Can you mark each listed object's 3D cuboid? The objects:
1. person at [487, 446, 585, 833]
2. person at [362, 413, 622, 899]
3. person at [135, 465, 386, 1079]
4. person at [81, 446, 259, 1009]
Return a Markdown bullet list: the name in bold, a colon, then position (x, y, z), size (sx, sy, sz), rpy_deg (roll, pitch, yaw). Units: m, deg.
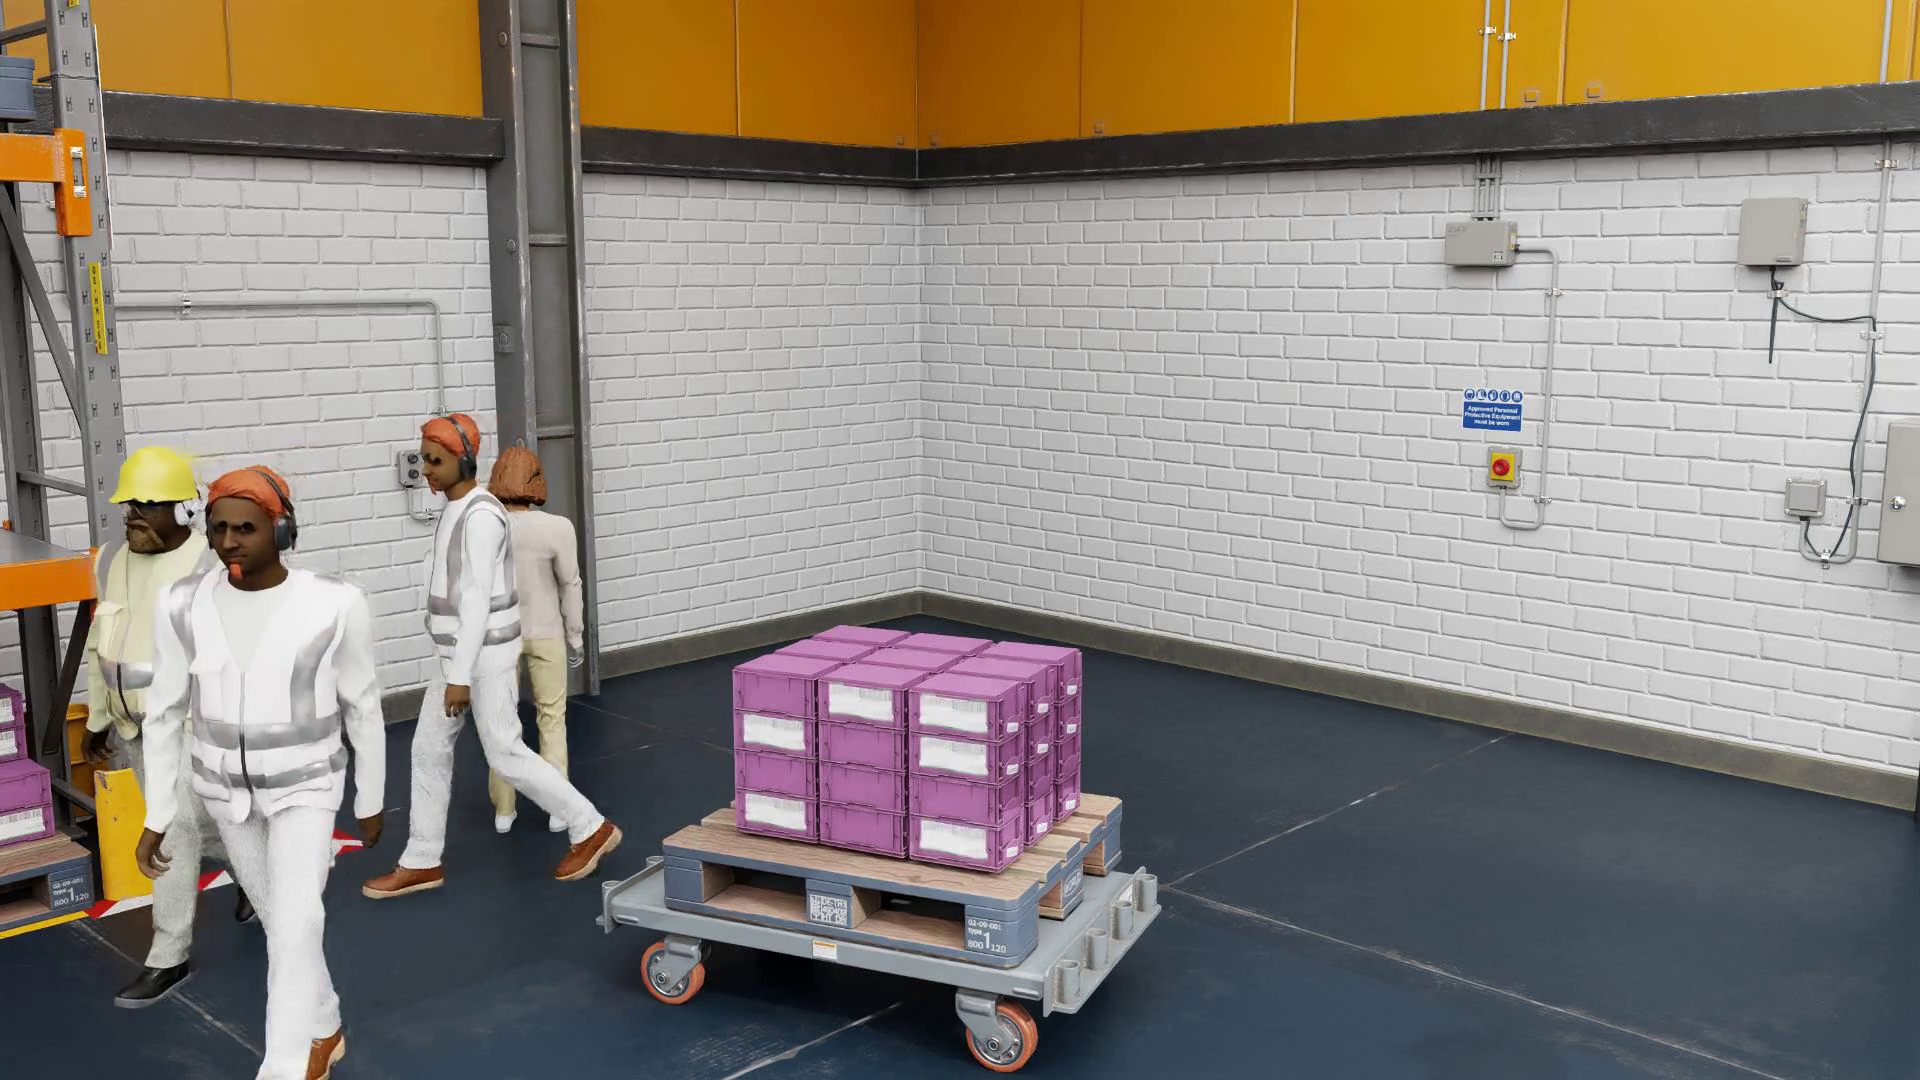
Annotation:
- **person**: position (-1.821, 0.422, 6.970), size (0.500, 1.633, 0.285), rpy_deg (0, 9, 1)
- **person**: position (-1.777, 0.434, 6.283), size (0.904, 1.854, 0.569), rpy_deg (-6, 11, -31)
- **person**: position (-1.891, 0.726, 4.473), size (0.577, 1.832, 0.981), rpy_deg (0, 9, 3)
- **person**: position (-2.599, 0.562, 5.608), size (0.587, 1.802, 0.825), rpy_deg (4, 10, 21)
